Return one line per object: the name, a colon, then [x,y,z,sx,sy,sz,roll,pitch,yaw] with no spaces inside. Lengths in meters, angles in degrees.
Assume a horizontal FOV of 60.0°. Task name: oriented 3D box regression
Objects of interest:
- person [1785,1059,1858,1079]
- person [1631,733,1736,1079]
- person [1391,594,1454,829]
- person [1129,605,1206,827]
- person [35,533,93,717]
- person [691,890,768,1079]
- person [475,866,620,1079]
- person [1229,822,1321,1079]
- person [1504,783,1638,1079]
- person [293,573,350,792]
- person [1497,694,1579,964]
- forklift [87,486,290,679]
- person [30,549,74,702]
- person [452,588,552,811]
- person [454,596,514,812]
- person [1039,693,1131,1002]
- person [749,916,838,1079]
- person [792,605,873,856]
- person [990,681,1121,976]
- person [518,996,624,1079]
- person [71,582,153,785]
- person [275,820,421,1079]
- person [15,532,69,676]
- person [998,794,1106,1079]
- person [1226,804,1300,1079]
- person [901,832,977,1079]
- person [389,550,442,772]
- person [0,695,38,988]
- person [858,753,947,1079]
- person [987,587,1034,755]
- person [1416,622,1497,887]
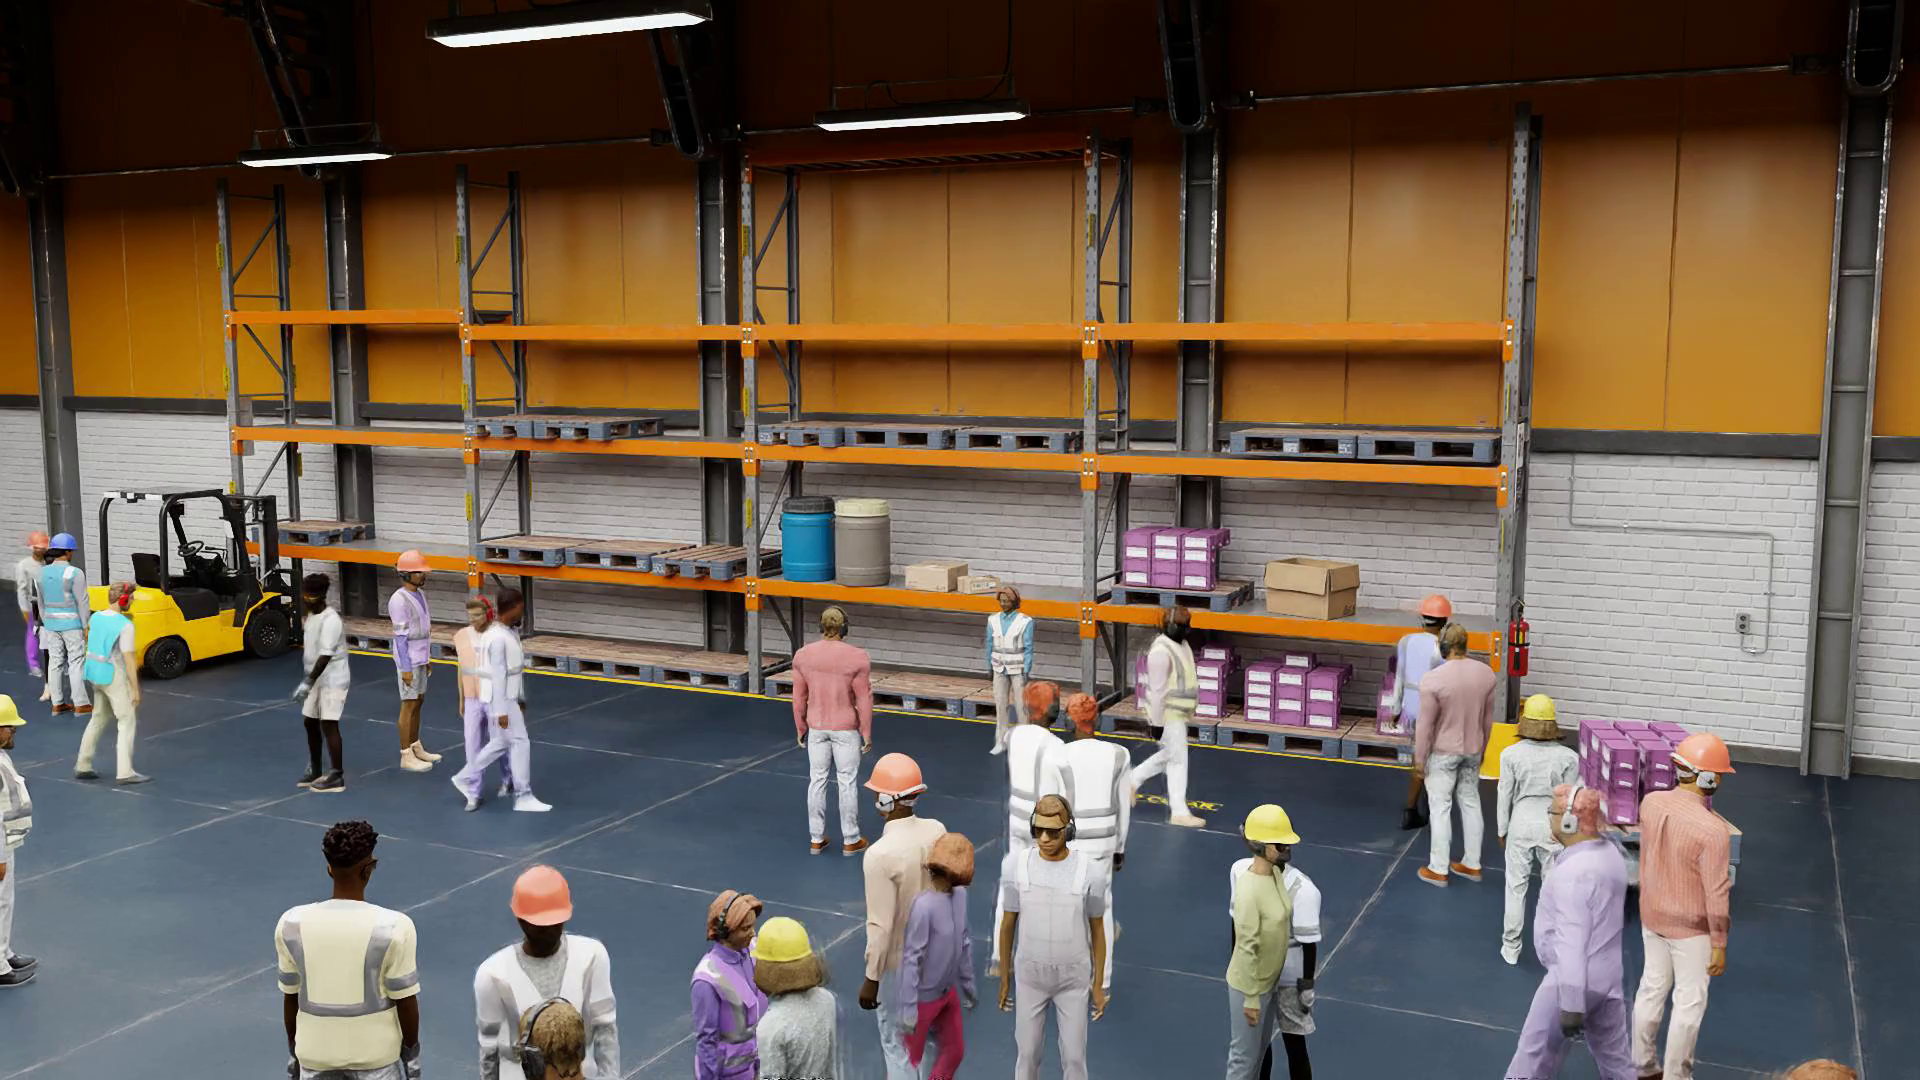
person: [2.847,2.508,5.601,0.656,1.619,0.510,2,7,13]
person: [3.739,1.966,8.575,0.410,1.982,0.626,-2,7,-16]
person: [3.914,1.388,13.612,0.865,1.903,0.583,-5,8,-35]
person: [1.672,1.427,13.717,0.739,1.824,0.635,3,8,25]
person: [-9.423,0.896,17.547,0.603,1.945,0.390,2,7,14]
person: [-0.985,2.303,7.205,0.325,1.630,0.520,2,7,20]
person: [-1.704,2.220,6.829,0.546,1.908,0.909,-4,8,-28]
person: [1.556,2.151,8.256,0.323,1.690,0.547,-6,9,-38]
person: [2.894,2.090,8.027,0.971,1.857,0.677,6,9,41]
person: [-5.657,1.251,14.647,0.597,1.946,0.503,7,10,44]
person: [3.668,1.842,10.590,0.485,1.738,0.320,2,7,16]
forklift: [-9.426,0.454,20.179,1.214,2.155,2.313,3,8,26]
person: [-9.905,0.931,18.266,0.541,1.696,0.316,-2,7,-12]
person: [-3.891,1.353,14.000,0.830,1.886,0.660,-1,7,-6]
person: [-4.066,1.377,14.250,0.607,1.792,0.773,1,7,9]
person: [0.749,1.846,9.987,0.584,1.871,0.387,-2,7,-16]
person: [-0.611,2.336,6.545,0.480,1.722,0.509,3,8,23]
person: [-0.976,1.468,12.841,0.635,1.937,0.354,2,7,14]
person: [0.574,1.795,10.532,0.972,1.834,0.589,-5,9,-37]
person: [-1.252,2.393,5.270,0.383,1.928,0.636,4,8,29]
person: [-7.597,1.286,14.831,0.739,1.822,0.531,4,8,30]
person: [-2.585,2.159,7.085,0.598,1.958,0.370,0,7,1]
person: [-10.719,0.767,19.515,0.776,1.719,0.593,4,8,31]
person: [0.439,2.108,7.940,0.521,1.844,0.331,1,7,10]
person: [1.458,2.138,8.018,0.321,1.769,0.523,3,8,25]
person: [-0.152,2.213,8.055,0.401,1.610,0.573,4,8,29]
person: [-5.040,1.107,15.398,0.374,2.044,0.607,0,7,-1]
person: [-5.920,1.847,10.225,0.403,1.817,0.601,-4,8,-31]
person: [-0.287,2.016,8.082,0.386,1.996,0.610,4,8,33]
person: [0.485,1.256,15.861,0.508,1.632,0.311,4,8,31]
person: [3.603,1.557,12.138,0.634,1.933,0.374,-2,7,-19]
